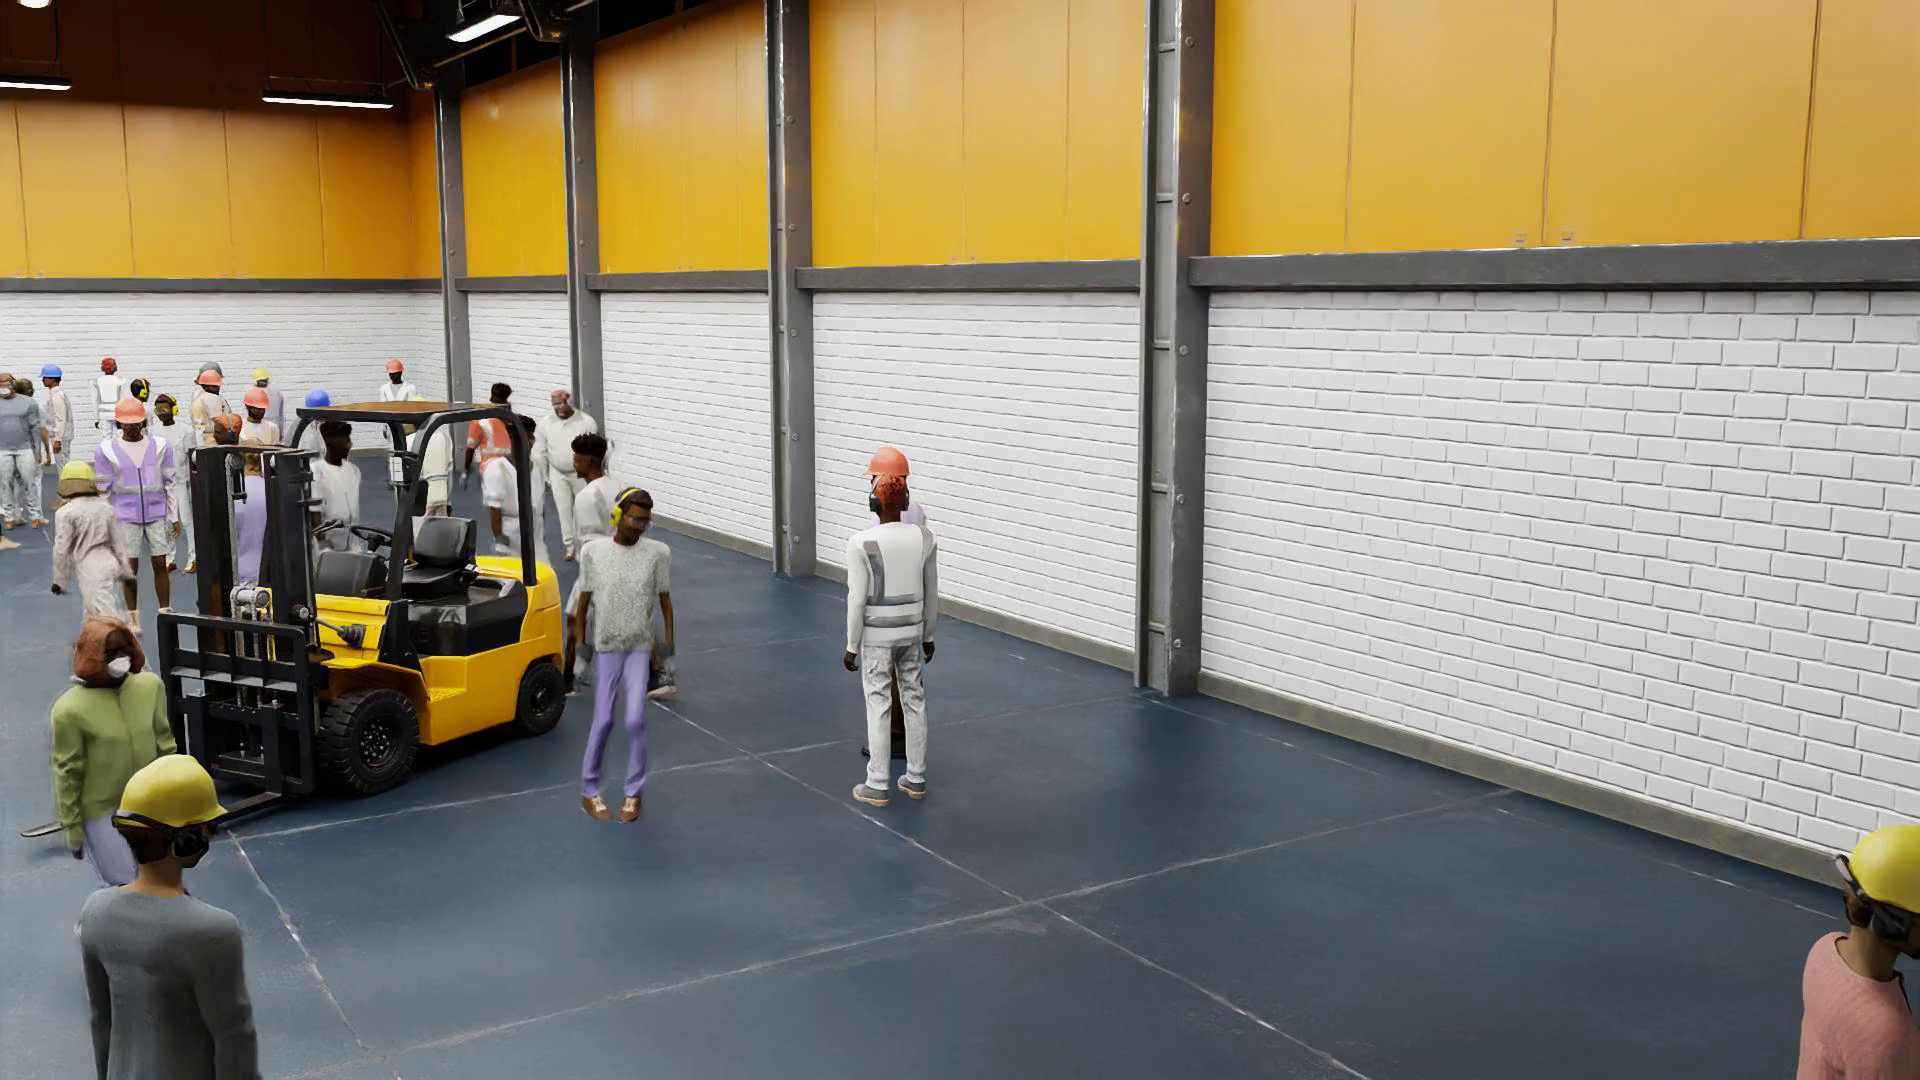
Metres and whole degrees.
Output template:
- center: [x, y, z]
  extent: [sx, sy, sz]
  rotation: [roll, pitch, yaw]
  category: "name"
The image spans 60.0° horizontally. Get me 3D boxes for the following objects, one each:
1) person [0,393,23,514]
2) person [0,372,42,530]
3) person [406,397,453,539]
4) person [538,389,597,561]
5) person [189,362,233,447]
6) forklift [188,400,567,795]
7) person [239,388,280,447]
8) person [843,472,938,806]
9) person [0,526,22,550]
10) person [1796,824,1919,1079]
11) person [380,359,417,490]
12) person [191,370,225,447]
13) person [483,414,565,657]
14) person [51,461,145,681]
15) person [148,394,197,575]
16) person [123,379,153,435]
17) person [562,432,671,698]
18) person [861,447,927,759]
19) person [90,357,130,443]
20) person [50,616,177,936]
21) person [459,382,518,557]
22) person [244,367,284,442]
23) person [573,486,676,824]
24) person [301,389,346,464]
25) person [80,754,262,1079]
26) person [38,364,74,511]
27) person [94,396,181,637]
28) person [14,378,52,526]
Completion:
- center: [-12.538, -1.211, 21.761]
  extent: [0.287, 1.746, 0.488]
  rotation: [0, 8, 0]
  category: "person"
- center: [-11.544, -1.078, 20.271]
  extent: [0.636, 1.927, 0.381]
  rotation: [-4, 9, -25]
  category: "person"
- center: [-4.965, -0.365, 15.454]
  extent: [0.383, 1.923, 0.589]
  rotation: [5, 10, 32]
  category: "person"
- center: [-4.250, -0.732, 18.176]
  extent: [0.657, 1.865, 0.761]
  rotation: [-1, 8, -5]
  category: "person"
- center: [-9.307, -1.221, 20.836]
  extent: [0.683, 2.000, 0.538]
  rotation: [8, 12, 43]
  category: "person"
- center: [-3.529, 0.258, 10.348]
  extent: [1.214, 2.155, 2.313]
  rotation: [4, 9, 25]
  category: "forklift"
- center: [-7.171, -0.594, 17.000]
  extent: [0.390, 1.925, 0.550]
  rotation: [7, 11, 40]
  category: "person"
- center: [-0.390, 0.556, 9.385]
  extent: [0.584, 1.882, 0.347]
  rotation: [-5, 10, -32]
  category: "person"
- center: [-11.009, -0.684, 18.520]
  extent: [0.820, 1.652, 0.565]
  rotation: [-4, 9, -23]
  category: "person"
- center: [1.990, 1.468, 3.674]
  extent: [0.342, 1.755, 0.530]
  rotation: [2, 9, 15]
  category: "person"
- center: [-8.193, -1.674, 24.284]
  extent: [0.539, 1.929, 0.387]
  rotation: [1, 8, 3]
  category: "person"
- center: [-9.259, -1.141, 20.641]
  extent: [0.376, 1.935, 0.550]
  rotation: [1, 8, 4]
  category: "person"
- center: [-3.533, -0.038, 13.182]
  extent: [0.820, 1.945, 0.614]
  rotation: [6, 10, 35]
  category: "person"
- center: [-6.237, 0.262, 12.087]
  extent: [0.836, 1.675, 0.514]
  rotation: [2, 9, 10]
  category: "person"
- center: [-8.066, -0.568, 17.047]
  extent: [0.506, 1.864, 0.331]
  rotation: [1, 8, 7]
  category: "person"
- center: [-9.883, -1.016, 20.086]
  extent: [0.533, 1.855, 0.346]
  rotation: [4, 9, 23]
  category: "person"
- center: [-2.514, 0.196, 11.739]
  extent: [1.023, 1.907, 0.611]
  rotation: [3, 9, 18]
  category: "person"
- center: [-0.427, 0.389, 10.322]
  extent: [0.362, 1.939, 0.542]
  rotation: [4, 9, 25]
  category: "person"
- center: [-13.211, -1.901, 25.946]
  extent: [0.572, 1.883, 0.354]
  rotation: [-2, 9, -11]
  category: "person"
- center: [-3.414, 1.087, 6.700]
  extent: [0.558, 1.615, 0.508]
  rotation: [4, 9, 25]
  category: "person"
- center: [-4.983, -0.717, 17.771]
  extent: [0.651, 1.932, 0.672]
  rotation: [-8, 11, -42]
  category: "person"
- center: [-10.030, -1.583, 24.057]
  extent: [0.583, 1.820, 0.602]
  rotation: [7, 11, 40]
  category: "person"
- center: [-1.841, 0.629, 9.110]
  extent: [0.541, 1.838, 0.403]
  rotation: [-2, 9, -13]
  category: "person"
- center: [-6.601, -0.632, 17.393]
  extent: [0.443, 1.906, 0.793]
  rotation: [-3, 9, -18]
  category: "person"
- center: [-1.923, 1.401, 4.125]
  extent: [0.527, 1.760, 0.337]
  rotation: [4, 9, 27]
  category: "person"
- center: [-11.967, -1.360, 22.076]
  extent: [0.388, 1.949, 0.602]
  rotation: [-5, 10, -29]
  category: "person"
- center: [-6.878, -0.190, 13.944]
  extent: [0.612, 2.029, 0.407]
  rotation: [-6, 10, -35]
  category: "person"
- center: [-11.507, -1.073, 20.500]
  extent: [0.550, 1.838, 0.365]
  rotation: [-1, 8, -4]
  category: "person"
